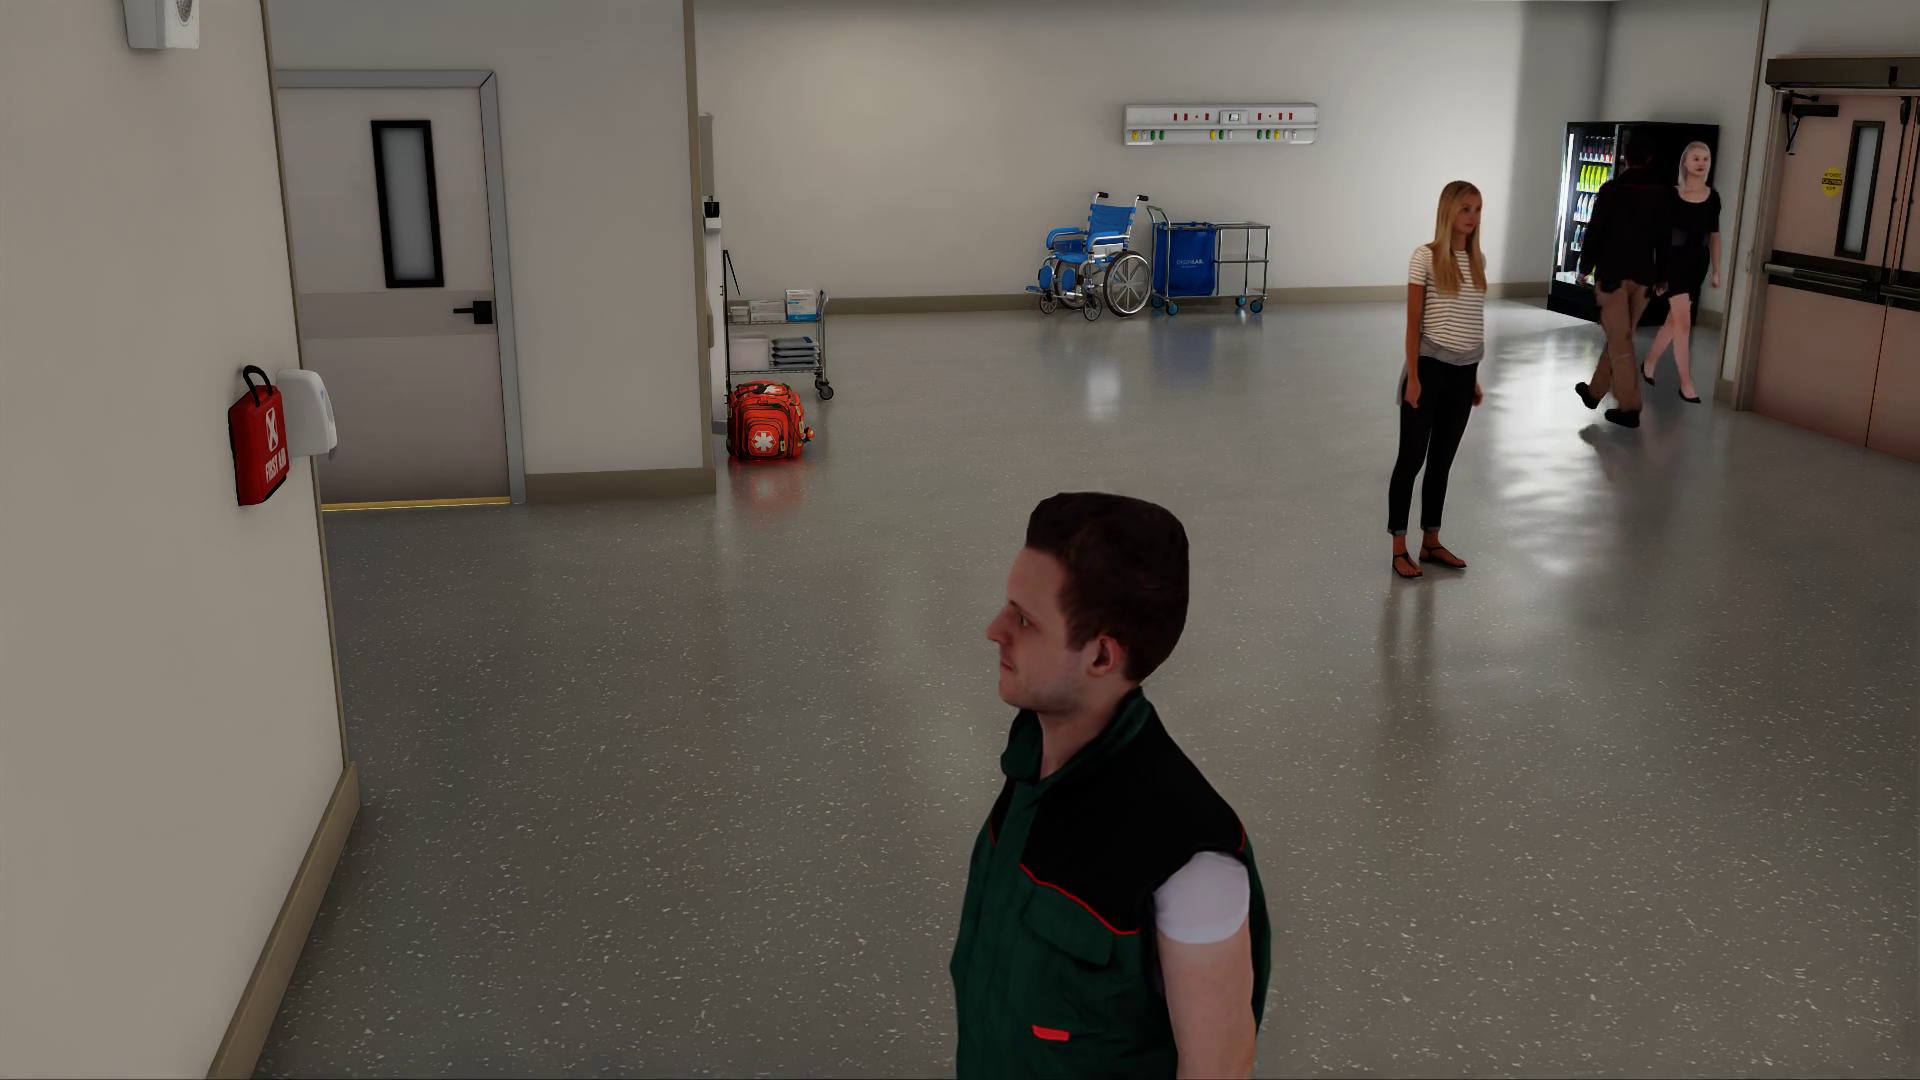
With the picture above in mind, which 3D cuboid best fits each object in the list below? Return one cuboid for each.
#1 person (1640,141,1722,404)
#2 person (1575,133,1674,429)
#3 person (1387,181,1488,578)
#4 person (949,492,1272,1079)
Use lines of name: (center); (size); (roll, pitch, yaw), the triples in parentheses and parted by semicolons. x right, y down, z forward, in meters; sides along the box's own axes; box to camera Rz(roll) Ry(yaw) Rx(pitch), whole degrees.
person: (5.155, -1.906, 11.945); (0.645, 1.785, 1.160); (-1, 16, -5)
person: (4.403, -1.668, 10.919); (0.689, 1.884, 1.087); (-2, 16, -8)
person: (2.233, -0.755, 7.792); (0.664, 1.824, 0.620); (-7, 17, -24)
person: (0.163, 0.822, 2.159); (0.744, 1.841, 0.570); (-6, 17, -20)
